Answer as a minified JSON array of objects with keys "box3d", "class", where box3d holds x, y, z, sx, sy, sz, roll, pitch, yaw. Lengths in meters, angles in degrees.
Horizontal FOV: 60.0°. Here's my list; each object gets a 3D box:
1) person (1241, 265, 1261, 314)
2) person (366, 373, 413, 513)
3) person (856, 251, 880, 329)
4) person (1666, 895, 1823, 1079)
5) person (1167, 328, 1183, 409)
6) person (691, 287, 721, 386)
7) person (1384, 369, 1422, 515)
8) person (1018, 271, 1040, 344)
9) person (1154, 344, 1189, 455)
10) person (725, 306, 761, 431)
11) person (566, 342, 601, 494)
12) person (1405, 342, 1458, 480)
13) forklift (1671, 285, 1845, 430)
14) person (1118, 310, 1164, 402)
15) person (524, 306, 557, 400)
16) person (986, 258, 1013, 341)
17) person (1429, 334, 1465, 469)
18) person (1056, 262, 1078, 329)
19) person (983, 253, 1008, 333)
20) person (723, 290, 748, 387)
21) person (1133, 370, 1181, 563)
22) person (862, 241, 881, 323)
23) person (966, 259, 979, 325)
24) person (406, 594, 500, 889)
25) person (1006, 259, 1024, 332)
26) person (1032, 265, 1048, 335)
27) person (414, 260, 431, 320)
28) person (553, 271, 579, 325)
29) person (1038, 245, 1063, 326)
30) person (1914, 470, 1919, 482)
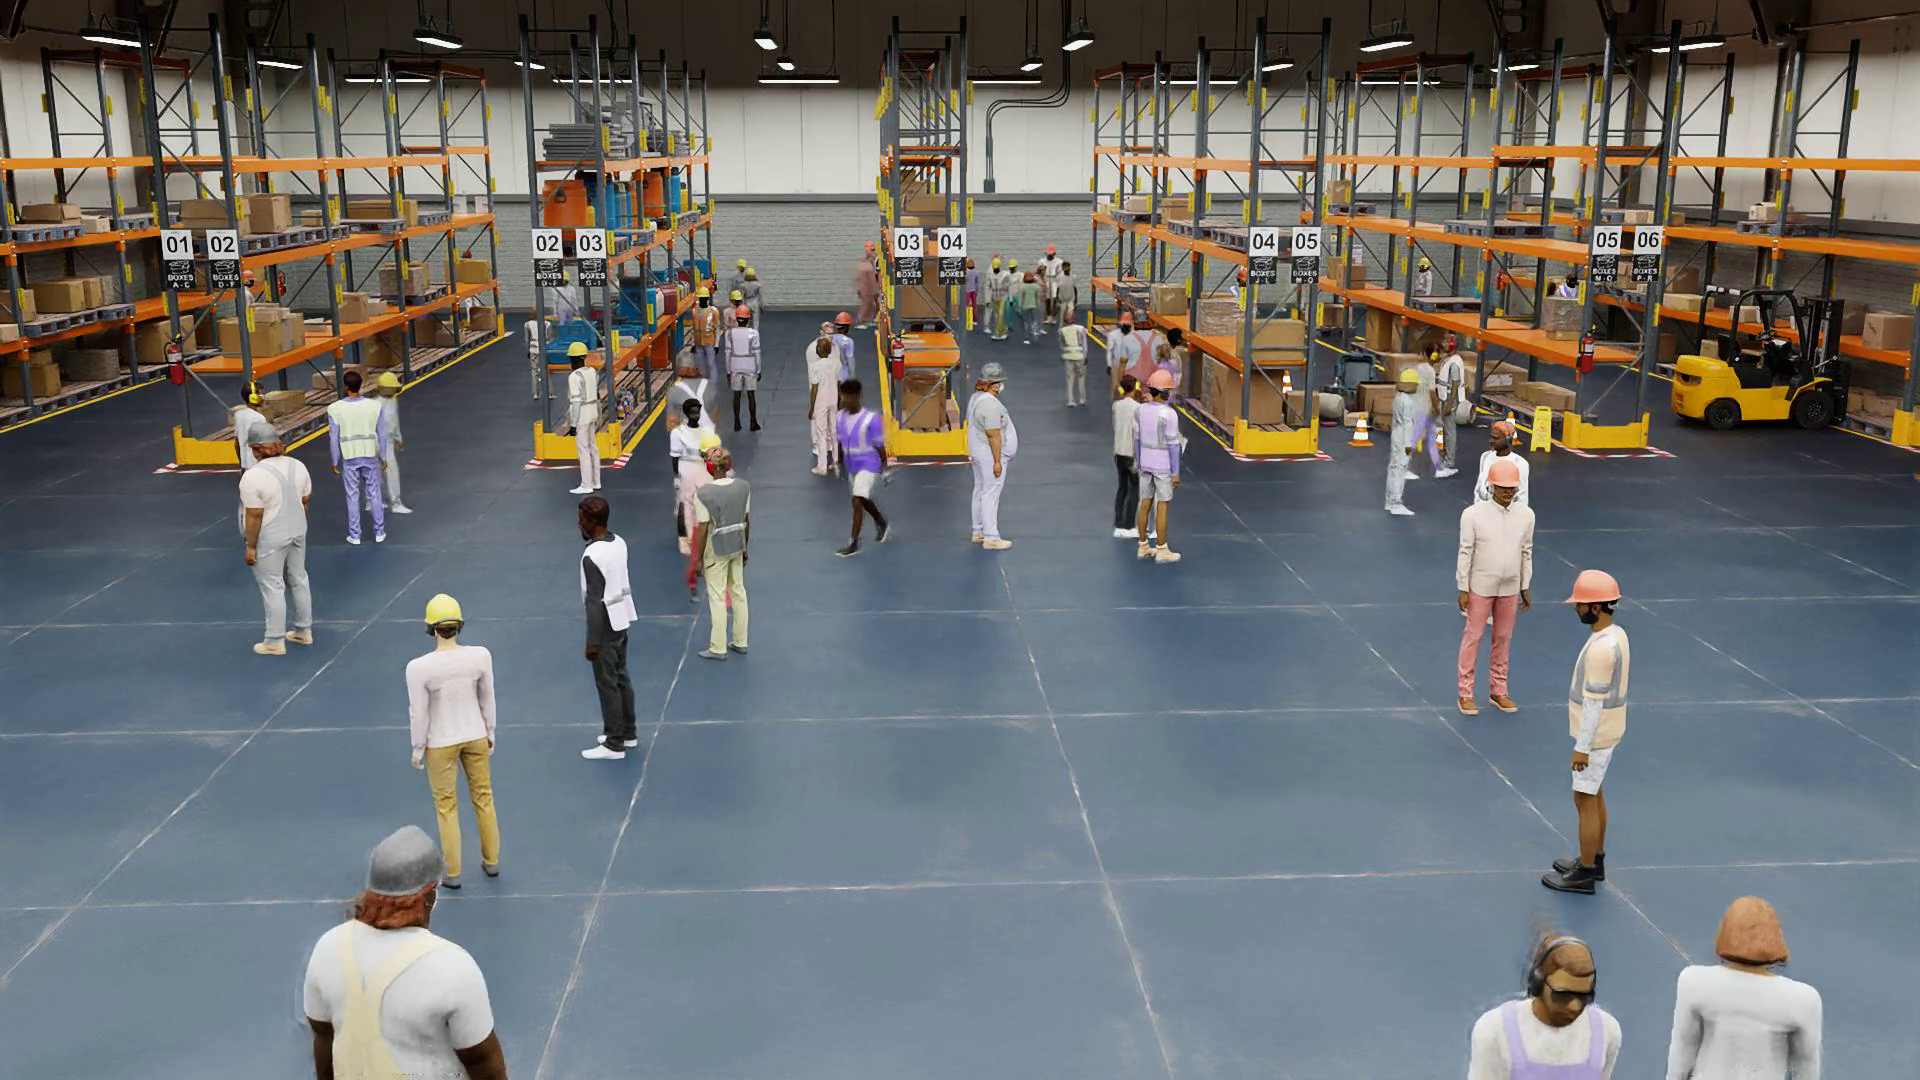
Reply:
[{"box3d":[7.664,-6.874,43.728,0.574,1.882,0.356,8,16,32],"class":"person"},{"box3d":[-6.914,-1.164,19.939,0.622,1.705,0.504,0,13,-1],"class":"person"},{"box3d":[-2.171,-6.030,40.206,0.834,1.868,0.635,-5,14,-19],"class":"person"},{"box3d":[2.898,2.125,6.198,0.515,1.609,0.609,7,15,27],"class":"person"},{"box3d":[3.164,-2.337,24.927,0.322,1.685,0.542,2,13,9],"class":"person"},{"box3d":[-4.479,-3.471,29.208,0.594,1.929,0.352,7,15,26],"class":"person"},{"box3d":[5.319,-1.183,19.916,0.321,1.742,0.492,0,13,-1],"class":"person"},{"box3d":[1.543,-5.165,37.029,0.525,1.617,0.385,-4,14,-15],"class":"person"},{"box3d":[2.921,-1.959,23.488,0.672,1.621,0.515,6,14,23],"class":"person"},{"box3d":[-3.342,-2.648,25.705,0.553,1.935,0.361,1,13,3],"class":"person"},{"box3d":[-4.784,-1.544,21.053,0.371,1.925,0.595,4,14,15],"class":"person"},{"box3d":[6.211,-1.680,21.836,0.898,1.822,0.558,1,13,3],"class":"person"},{"box3d":[12.503,-2.886,26.166,2.313,2.155,1.214,-1,13,-3],"class":"forklift"},{"box3d":[2.620,-2.364,24.281,0.686,2.000,0.535,-3,14,-14],"class":"person"},{"box3d":[-7.289,-3.248,28.884,0.514,1.642,0.310,1,13,4],"class":"person"},{"box3d":[0.860,-5.454,37.740,0.604,1.859,0.923,8,15,30],"class":"person"},{"box3d":[6.679,-1.888,22.681,0.387,1.846,0.566,2,13,8],"class":"person"},{"box3d":[2.414,-5.318,37.290,0.507,1.812,0.953,-1,13,-5],"class":"person"},{"box3d":[0.850,-5.853,39.458,0.651,1.872,0.691,2,13,6],"class":"person"},{"box3d":[-4.089,-3.688,30.481,0.523,1.769,0.309,-11,17,-39],"class":"person"},{"box3d":[2.095,-0.778,17.558,0.372,2.044,0.608,-11,17,-39],"class":"person"},{"box3d":[-2.231,-6.456,41.648,0.611,2.031,0.411,9,16,33],"class":"person"},{"box3d":[0.246,-6.102,40.991,0.507,1.633,0.276,-8,16,-31],"class":"person"},{"box3d":[-2.999,1.185,9.837,0.527,1.768,0.331,-11,17,-38],"class":"person"},{"box3d":[1.292,-5.816,39.531,0.538,1.740,0.511,7,15,26],"class":"person"},{"box3d":[1.875,-5.629,38.995,0.314,1.633,0.518,9,16,35],"class":"person"},{"box3d":[-12.652,-5.672,38.946,0.574,1.730,0.476,10,17,37],"class":"person"},{"box3d":[-8.423,-4.863,35.526,0.530,1.780,0.469,-11,17,-39],"class":"person"},{"box3d":[2.217,-6.268,40.982,0.639,1.982,0.884,2,14,10],"class":"person"},{"box3d":[12.651,-1.521,21.052,0.649,1.878,1.034,-1,13,-5],"class":"person"}]
